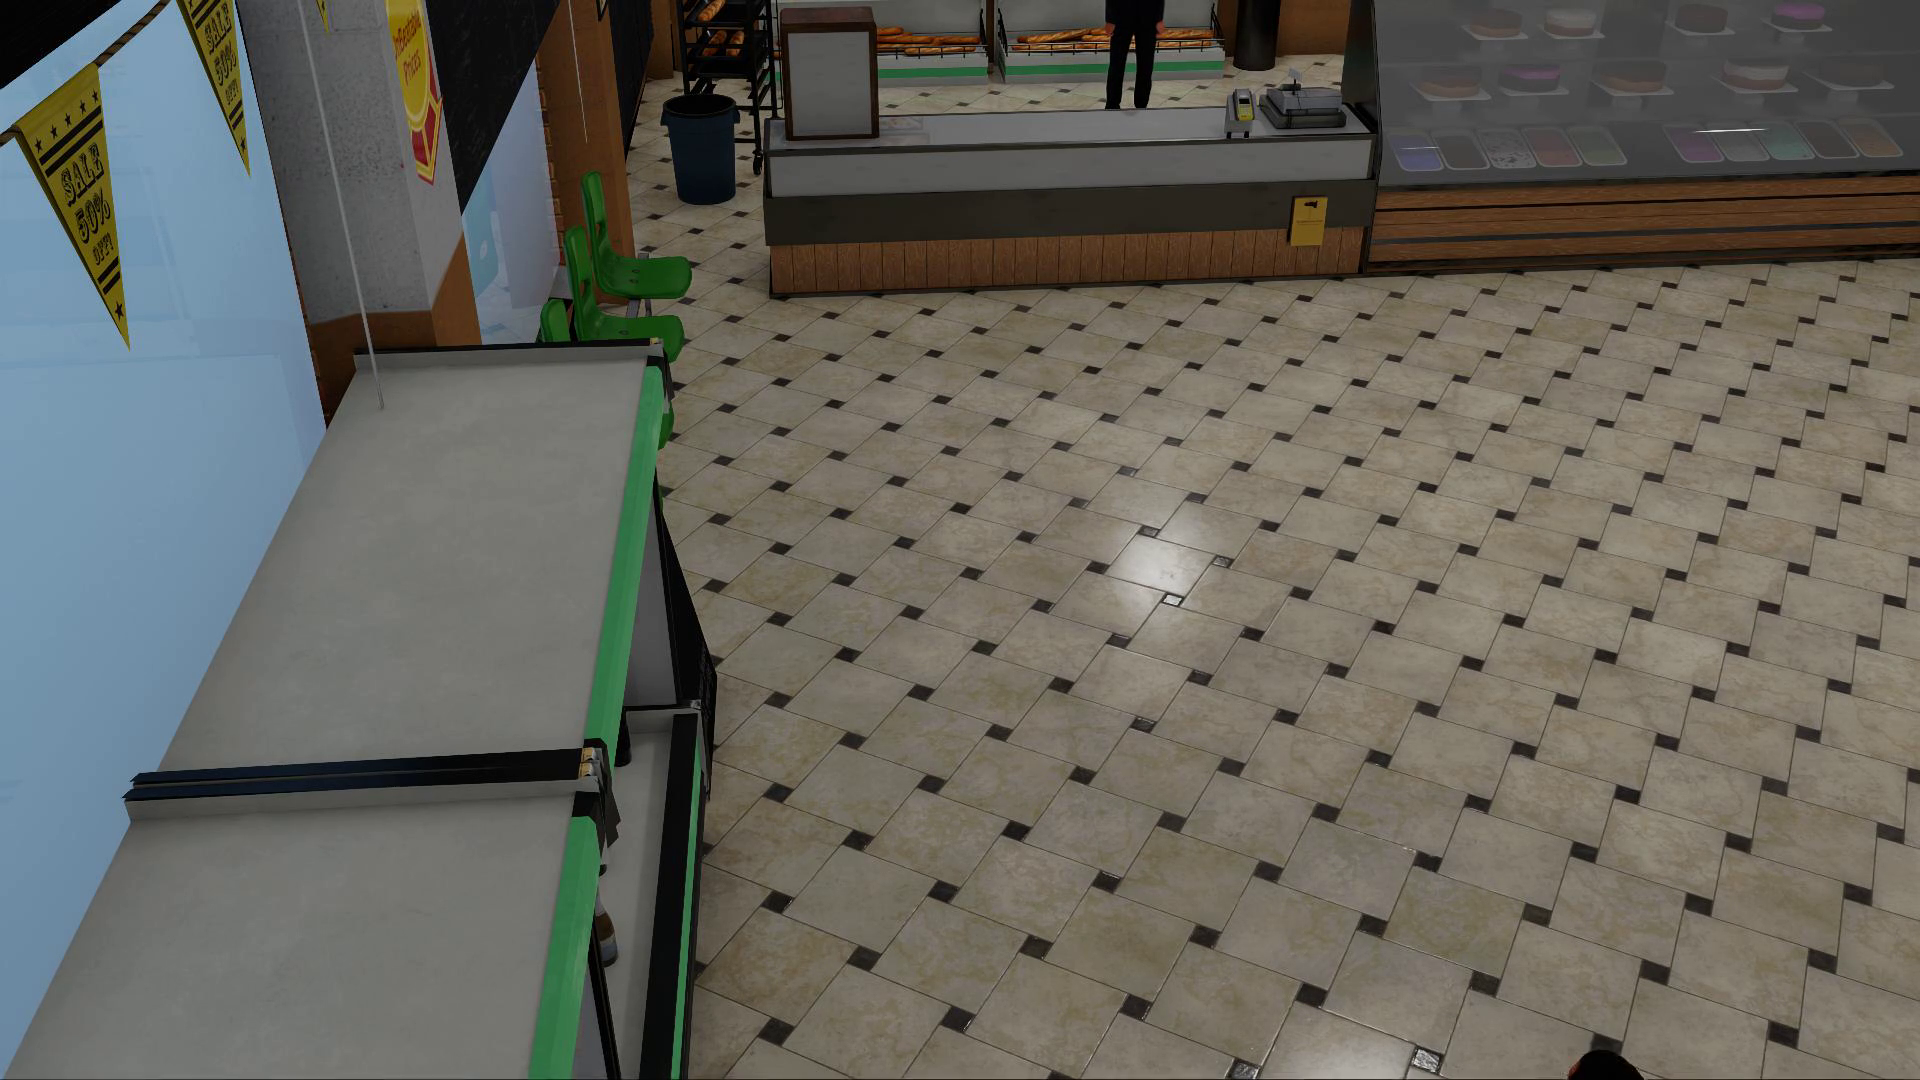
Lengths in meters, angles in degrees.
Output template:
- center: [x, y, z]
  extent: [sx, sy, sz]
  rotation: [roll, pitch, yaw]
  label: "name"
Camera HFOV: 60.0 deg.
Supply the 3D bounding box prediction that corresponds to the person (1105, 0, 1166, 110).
- center: [1.424, -4.238, 13.466]
  extent: [0.631, 1.867, 0.549]
  rotation: [-3, 32, -4]
  label: "person"
